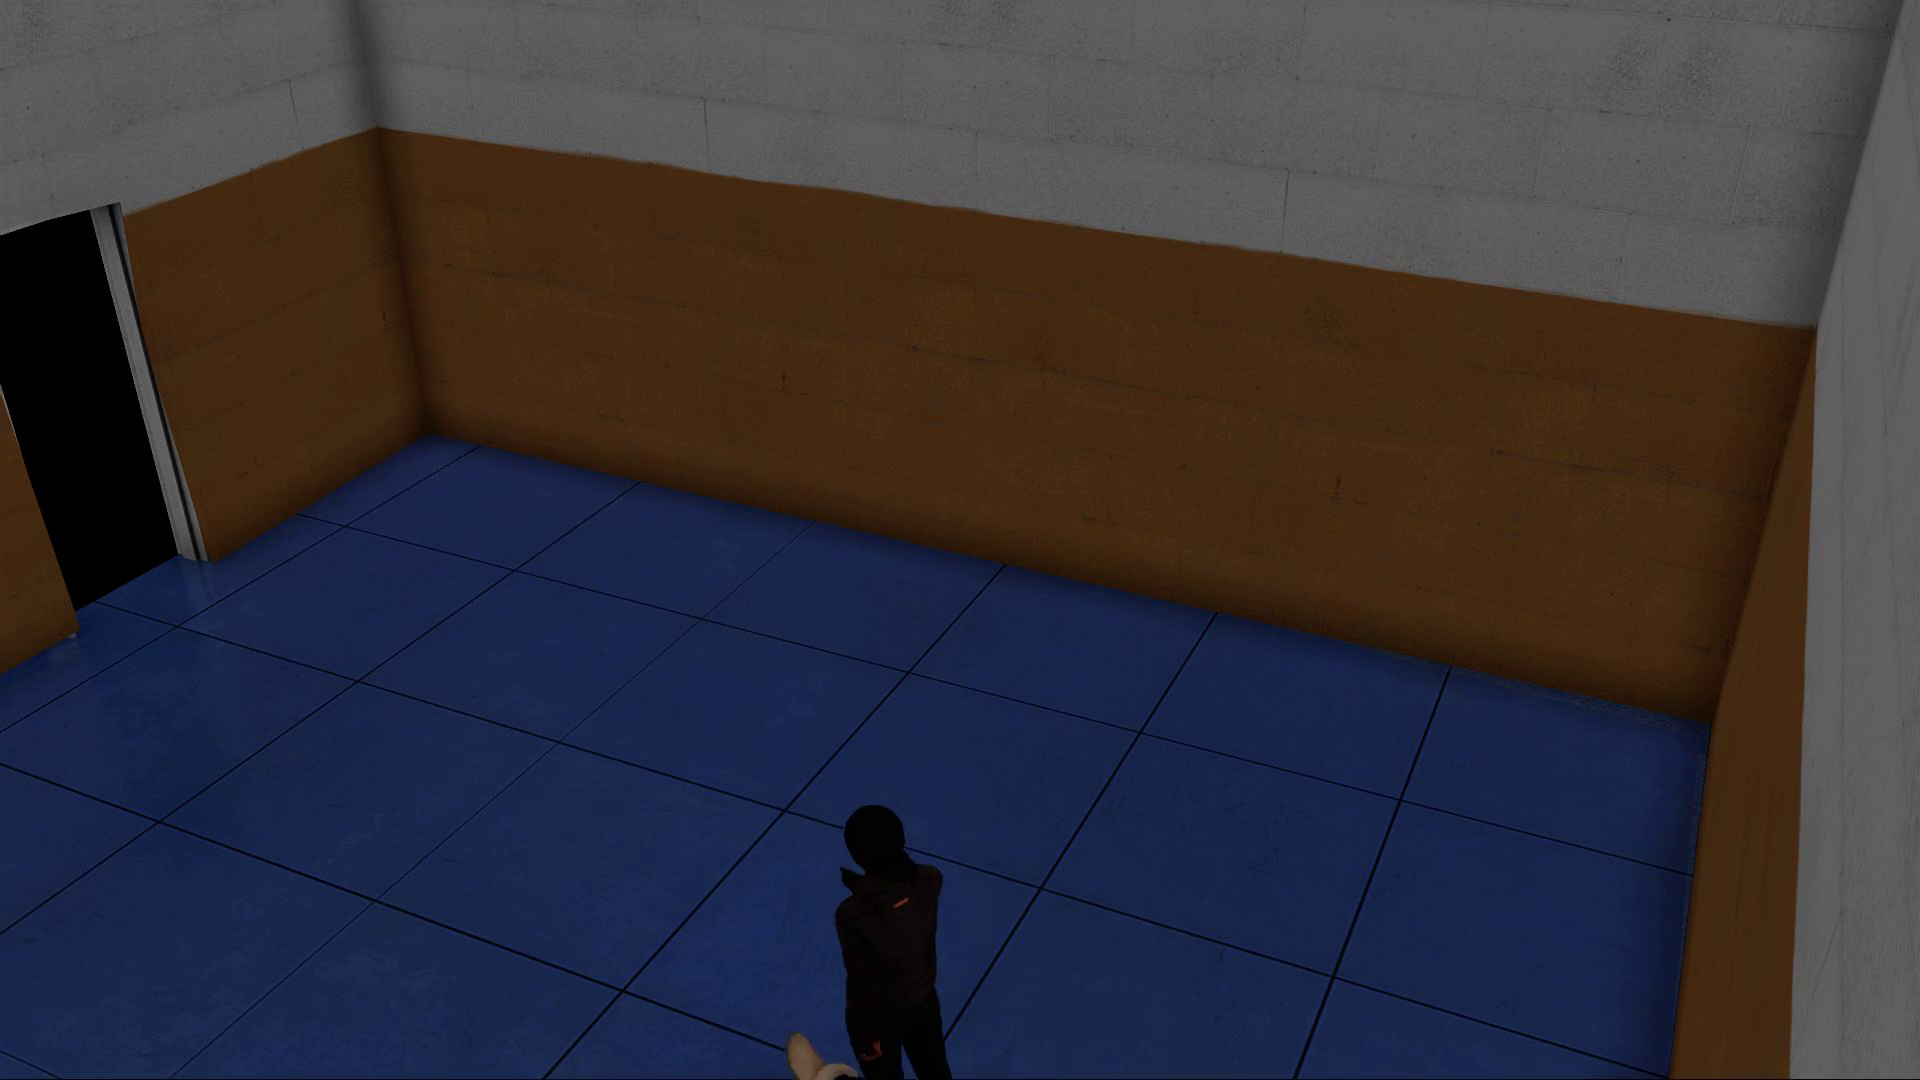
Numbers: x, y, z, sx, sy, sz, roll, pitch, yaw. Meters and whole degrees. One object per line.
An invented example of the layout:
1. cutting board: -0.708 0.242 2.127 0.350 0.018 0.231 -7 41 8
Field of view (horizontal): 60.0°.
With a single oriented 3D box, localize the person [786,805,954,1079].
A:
1. person: -0.283 1.553 5.813 0.936 1.651 0.798 25 37 38
